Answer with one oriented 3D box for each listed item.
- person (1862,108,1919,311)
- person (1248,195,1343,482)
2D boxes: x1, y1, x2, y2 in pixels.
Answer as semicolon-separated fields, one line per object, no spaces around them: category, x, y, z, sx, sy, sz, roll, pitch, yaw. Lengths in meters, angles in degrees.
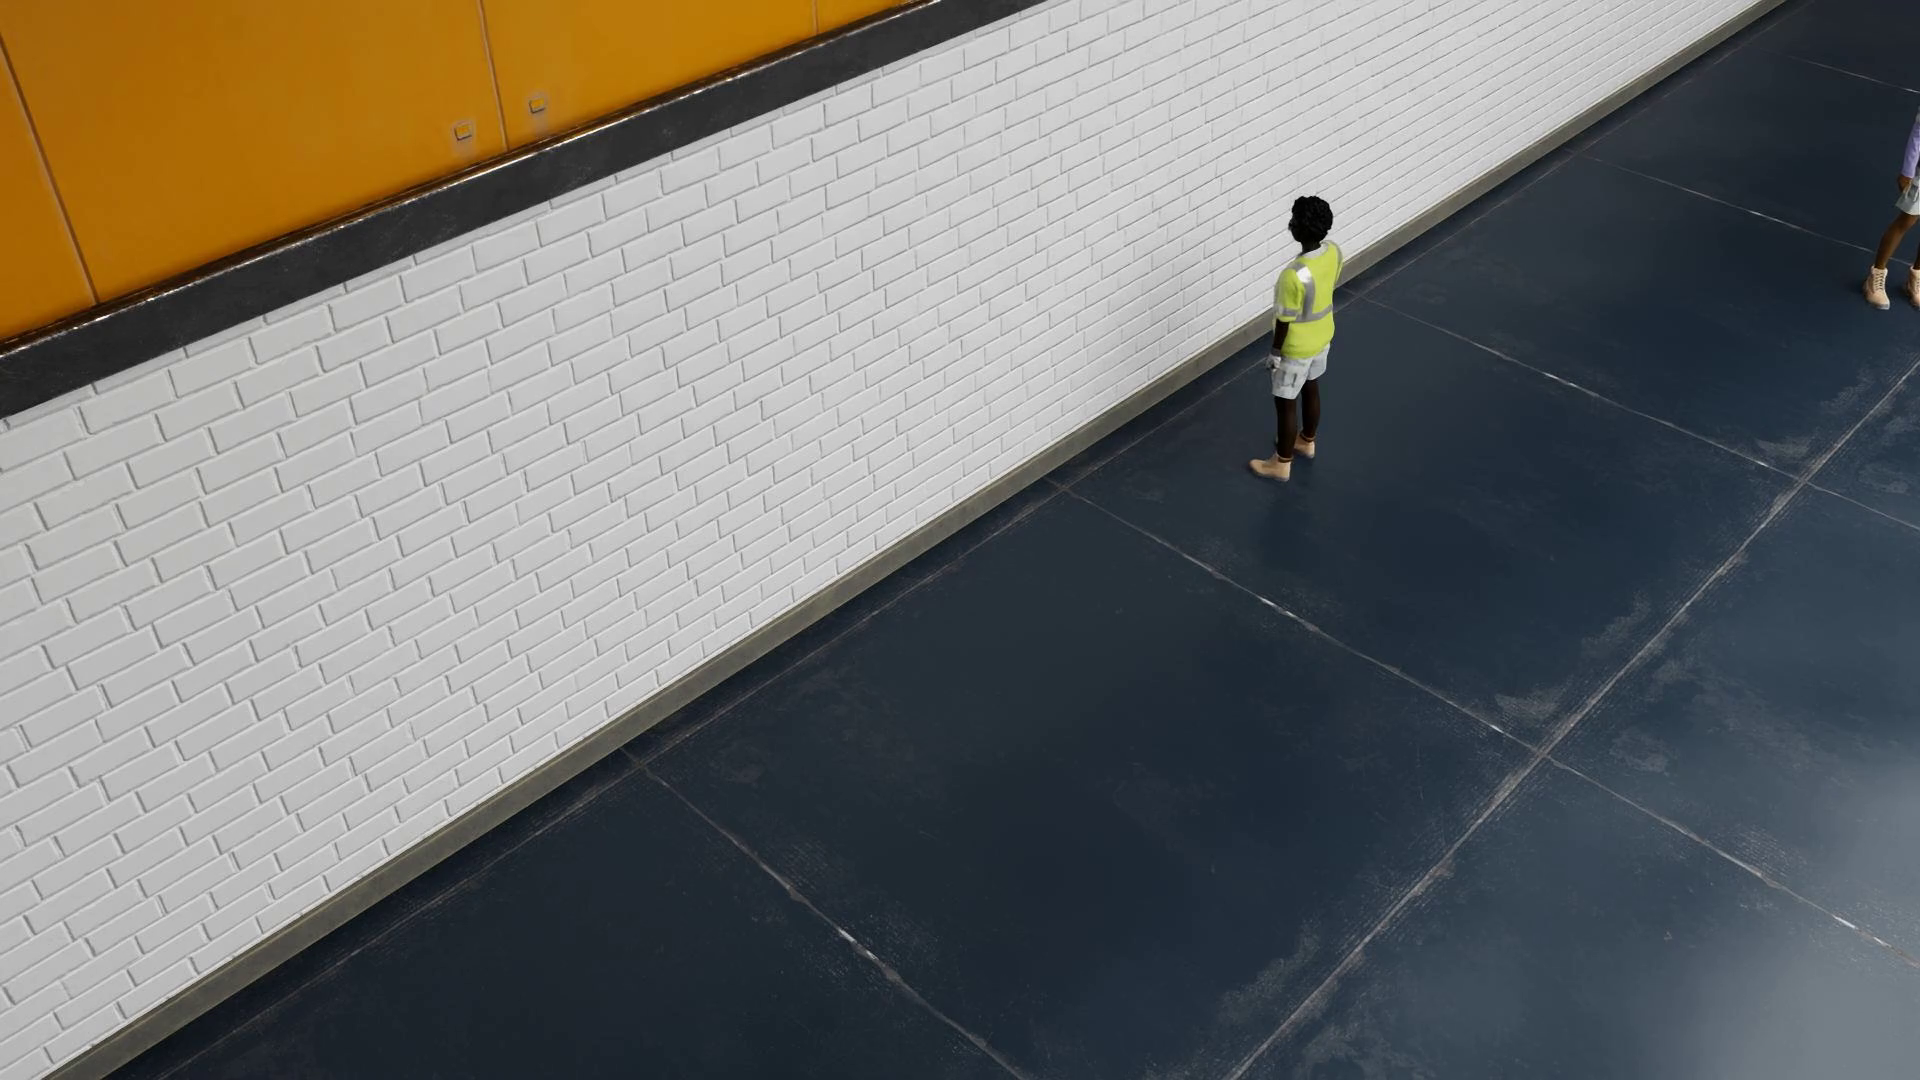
person;6.250;-2.375;10.484;0.598;2.035;0.397;-1;39;-2
person;1.870;-1.106;9.165;0.322;1.691;0.531;27;46;29
